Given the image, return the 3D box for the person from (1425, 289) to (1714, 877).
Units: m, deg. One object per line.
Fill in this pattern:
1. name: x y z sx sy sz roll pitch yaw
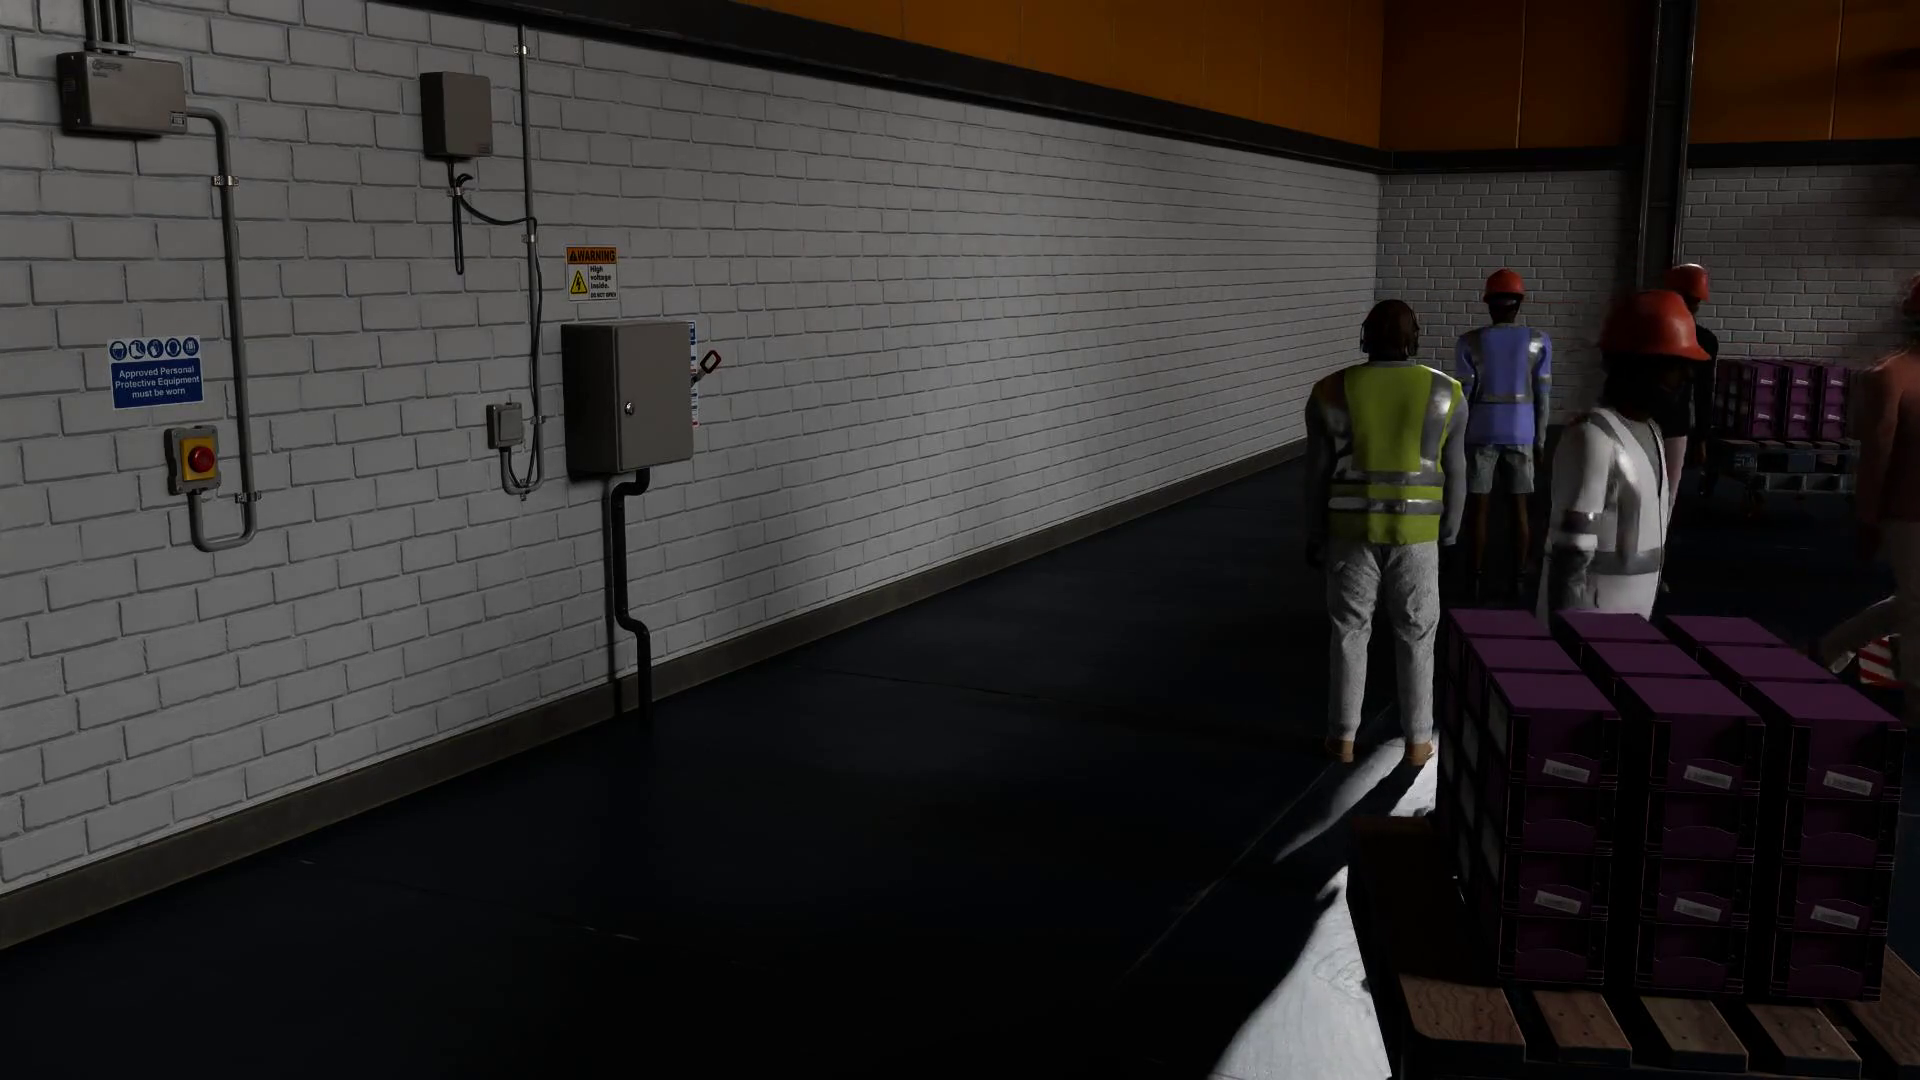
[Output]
1. person: 1.791 0.238 4.838 0.642 1.923 0.557 7 12 37

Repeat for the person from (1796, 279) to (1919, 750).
1. person: 3.892 -0.135 6.875 0.621 1.968 0.858 -5 11 -27

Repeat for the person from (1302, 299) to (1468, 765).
1. person: 1.667 -0.023 6.584 0.624 1.844 0.430 2 10 13

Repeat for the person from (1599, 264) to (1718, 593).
1. person: 4.133 -0.653 9.877 0.643 1.961 0.569 0 10 -1

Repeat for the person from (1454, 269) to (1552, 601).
1. person: 3.134 -0.602 9.684 0.542 1.930 0.367 2 10 10
